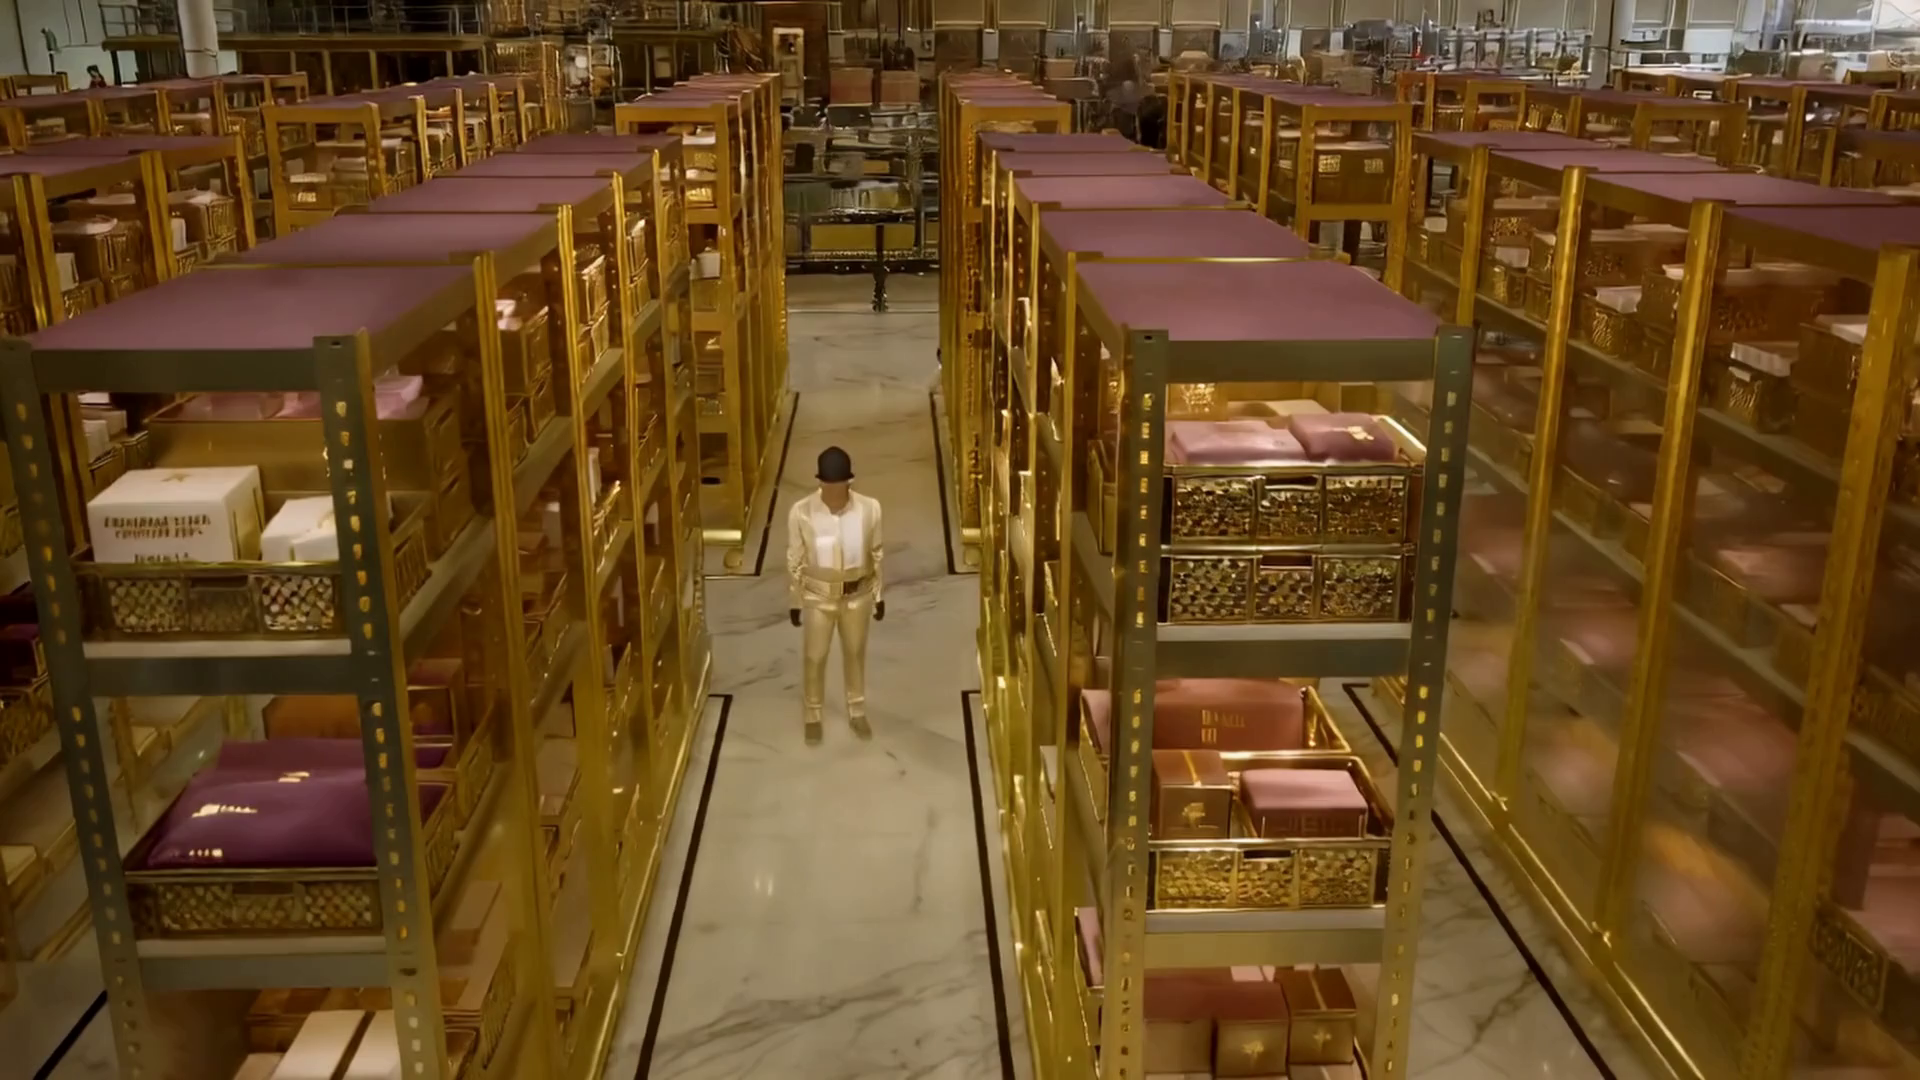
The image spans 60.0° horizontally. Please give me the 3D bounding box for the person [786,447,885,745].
[{"bbox_3d":[-0.731,0.330,9.918,0.594,1.832,0.403,-4,18,-13],"label":"person"}]

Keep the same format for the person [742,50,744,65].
[{"bbox_3d":[-11.298,-24.520,86.632,0.402,1.945,0.614,1,18,5],"label":"person"}]

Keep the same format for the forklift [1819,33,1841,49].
[{"bbox_3d":[43.982,-24.305,84.475,1.129,2.768,1.873,-1,18,-2],"label":"forklift"}]

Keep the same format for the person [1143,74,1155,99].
[{"bbox_3d":[6.666,-15.694,59.440,0.994,1.886,0.549,4,18,13],"label":"person"}]

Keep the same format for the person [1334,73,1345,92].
[{"bbox_3d":[13.559,-15.844,59.858,0.884,1.915,0.546,-2,18,-7],"label":"person"}]

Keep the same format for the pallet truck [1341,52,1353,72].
[{"bbox_3d":[18.794,-23.123,82.231,0.823,1.965,1.885,-13,22,-35],"label":"pallet truck"}]

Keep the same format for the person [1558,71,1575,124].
[{"bbox_3d":[21.972,-16.009,60.344,0.593,1.920,0.391,10,21,29],"label":"person"}]

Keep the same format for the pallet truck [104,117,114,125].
[{"bbox_3d":[-18.367,-7.885,35.078,1.885,1.965,0.823,1,18,2],"label":"pallet truck"}]

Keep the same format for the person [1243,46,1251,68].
[{"bbox_3d":[16.438,-27.257,95.138,0.388,1.926,0.590,-9,20,-25],"label":"person"}]

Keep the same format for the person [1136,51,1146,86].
[{"bbox_3d":[9.726,-25.235,89.037,0.627,1.822,0.663,11,21,30],"label":"person"}]

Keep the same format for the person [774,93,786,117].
[{"bbox_3d":[-7.081,-17.241,64.450,0.758,1.742,0.528,2,18,5],"label":"person"}]

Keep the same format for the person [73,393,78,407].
[{"bbox_3d":[-6.166,-0.189,11.557,0.677,1.816,0.607,4,18,13],"label":"person"}]

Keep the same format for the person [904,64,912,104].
[{"bbox_3d":[-2.205,-19.142,70.159,0.331,1.843,0.520,9,20,26],"label":"person"}]

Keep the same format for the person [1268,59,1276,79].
[{"bbox_3d":[15.074,-22.385,80.446,0.321,1.694,0.535,14,23,37],"label":"person"}]

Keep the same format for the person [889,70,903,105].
[{"bbox_3d":[-2.365,-16.380,61.493,0.593,1.918,0.391,12,21,33],"label":"person"}]

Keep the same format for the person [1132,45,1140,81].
[{"bbox_3d":[10.045,-27.245,94.988,0.372,1.997,0.611,-6,19,-19],"label":"person"}]

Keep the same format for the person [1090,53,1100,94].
[{"bbox_3d":[6.603,-22.777,81.257,0.373,1.934,0.551,-10,20,-28],"label":"person"}]

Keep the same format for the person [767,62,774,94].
[{"bbox_3d":[-7.723,-18.770,68.838,0.638,1.946,0.639,-16,24,-40],"label":"person"}]

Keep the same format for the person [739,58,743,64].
[{"bbox_3d":[-11.353,-24.394,86.384,0.689,1.858,0.640,16,24,41],"label":"person"}]

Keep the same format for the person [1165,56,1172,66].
[{"bbox_3d":[9.835,-21.720,78.039,0.759,1.909,0.625,0,18,1],"label":"person"}]

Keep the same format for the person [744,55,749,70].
[{"bbox_3d":[-11.056,-24.284,86.300,0.325,1.714,0.529,-4,18,-13],"label":"person"}]

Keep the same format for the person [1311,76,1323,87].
[{"bbox_3d":[12.798,-15.734,59.710,0.648,1.791,0.538,15,23,38],"label":"person"}]

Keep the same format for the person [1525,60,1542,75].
[{"bbox_3d":[24.030,-19.120,69.775,0.706,2.000,0.617,5,19,15],"label":"person"}]

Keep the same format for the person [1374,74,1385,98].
[{"bbox_3d":[15.398,-16.218,61.162,0.942,1.818,0.560,2,18,5],"label":"person"}]

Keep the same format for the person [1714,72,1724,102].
[{"bbox_3d":[30.712,-18.056,67.146,0.525,1.622,0.611,3,18,10],"label":"person"}]

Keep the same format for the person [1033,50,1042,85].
[{"bbox_3d":[4.167,-25.731,90.553,0.429,1.842,0.633,14,22,36],"label":"person"}]

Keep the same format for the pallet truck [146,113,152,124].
[{"bbox_3d":[-18.087,-8.309,36.390,1.885,1.965,0.823,-1,18,-4],"label":"pallet truck"}]

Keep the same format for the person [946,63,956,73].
[{"bbox_3d":[-0.413,-19.312,70.658,0.538,1.860,0.505,4,18,11],"label":"person"}]
